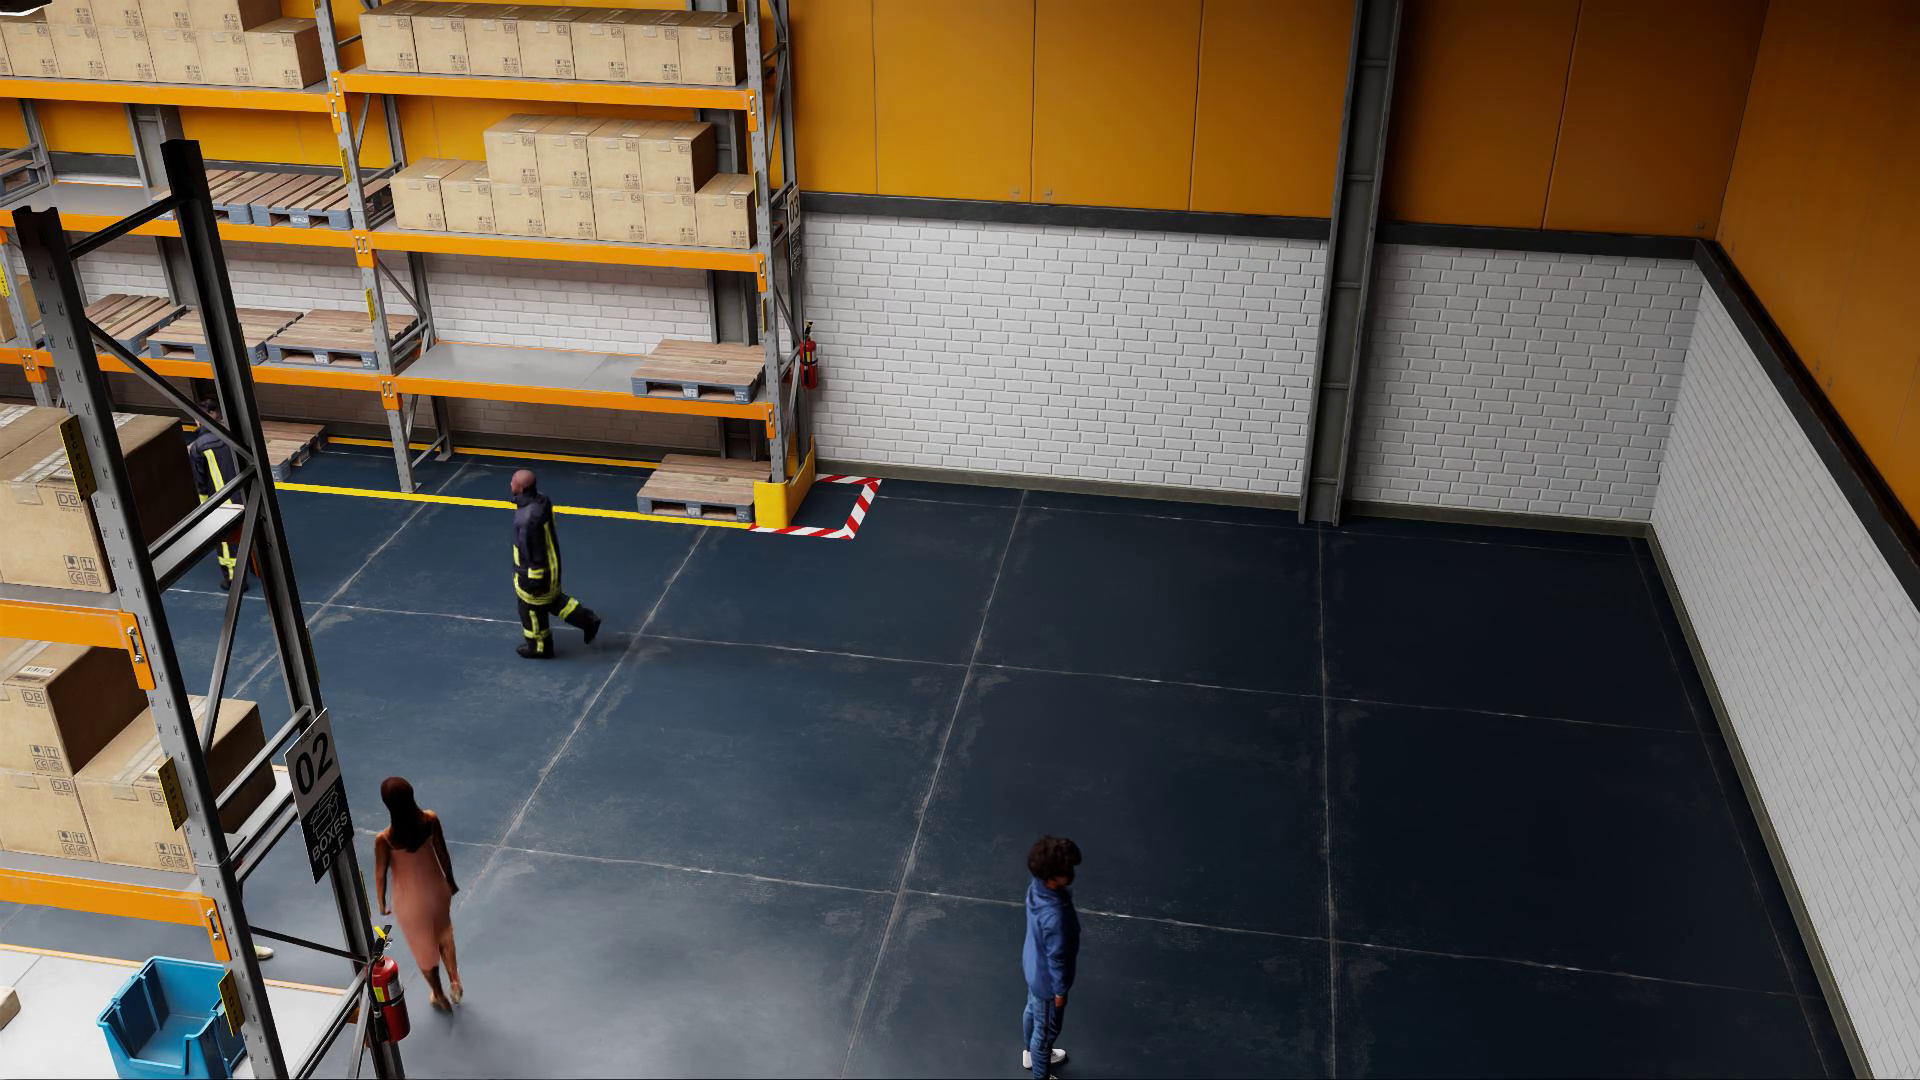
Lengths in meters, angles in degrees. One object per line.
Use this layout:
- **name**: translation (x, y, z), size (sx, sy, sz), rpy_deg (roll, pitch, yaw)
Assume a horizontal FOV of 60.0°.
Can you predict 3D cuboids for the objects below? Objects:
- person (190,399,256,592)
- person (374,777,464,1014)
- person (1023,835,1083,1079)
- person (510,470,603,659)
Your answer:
- **person**: translation (-6.683, -0.425, 15.172), size (0.805, 1.859, 0.829), rpy_deg (14, 32, 25)
- **person**: translation (-3.301, 2.253, 10.298), size (0.741, 1.825, 0.791), rpy_deg (-21, 35, -34)
- **person**: translation (0.526, 2.512, 9.843), size (0.667, 1.805, 0.737), rpy_deg (-3, 29, -6)
- **person**: translation (-3.485, 0.197, 14.083), size (1.025, 1.810, 0.817), rpy_deg (1, 29, 1)
